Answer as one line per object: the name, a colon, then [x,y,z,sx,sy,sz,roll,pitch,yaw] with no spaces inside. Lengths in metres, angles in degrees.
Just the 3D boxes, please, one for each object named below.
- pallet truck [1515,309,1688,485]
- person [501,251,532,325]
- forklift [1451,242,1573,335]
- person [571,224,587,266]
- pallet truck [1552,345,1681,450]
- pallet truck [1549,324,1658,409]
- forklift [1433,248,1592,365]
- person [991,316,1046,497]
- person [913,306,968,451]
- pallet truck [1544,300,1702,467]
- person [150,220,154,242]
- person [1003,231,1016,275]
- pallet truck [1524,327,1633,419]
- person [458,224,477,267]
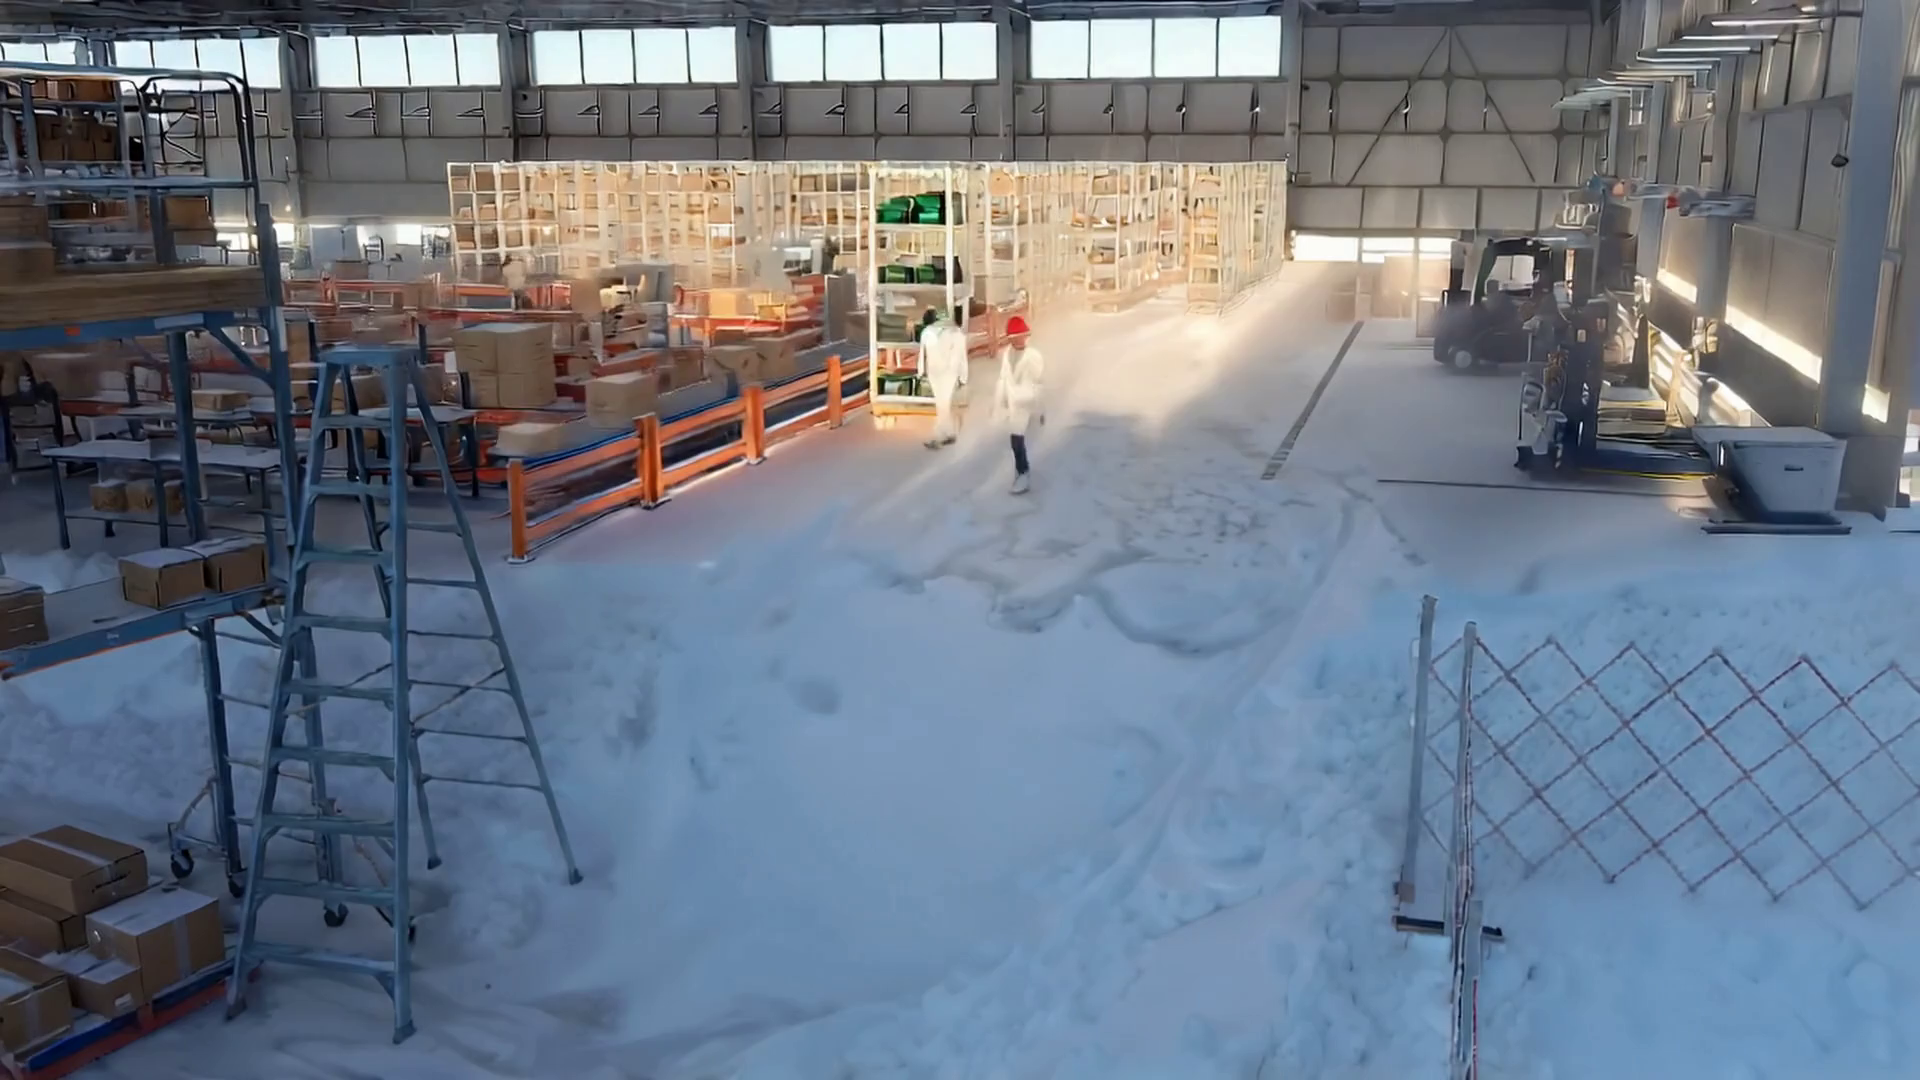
pallet truck: [7.554,-1.677,19.446,1.885,1.965,0.823,3,13,14]
person: [-9.659,-5.430,36.253,0.647,1.720,0.442,-9,16,-33]
forklift: [10.464,-4.597,31.405,2.680,1.987,1.157,4,14,16]
person: [-11.909,-9.035,51.686,0.920,1.793,0.589,1,13,6]
pallet truck: [8.641,-1.896,21.908,1.630,1.274,0.653,4,14,16]
pallet truck: [9.824,-2.669,25.407,1.601,1.201,0.680,4,14,16]
forklift: [9.780,-4.111,29.280,2.680,1.987,1.157,3,13,14]
person: [0.611,-1.475,18.525,0.684,2.017,0.643,-11,17,-40]
person: [-0.282,-2.101,21.596,0.665,1.850,1.006,9,16,33]
pallet truck: [8.263,-1.952,20.631,1.885,1.965,0.823,5,14,20]
person: [-24.201,-8.803,50.231,0.397,1.992,0.622,-1,13,-5]
person: [1.487,-8.459,49.138,0.835,1.821,0.573,5,14,21]
pallet truck: [9.065,-2.460,24.370,1.522,1.261,0.704,3,13,14]
person: [-14.748,-8.710,49.949,0.611,1.948,0.435,-1,13,-6]
